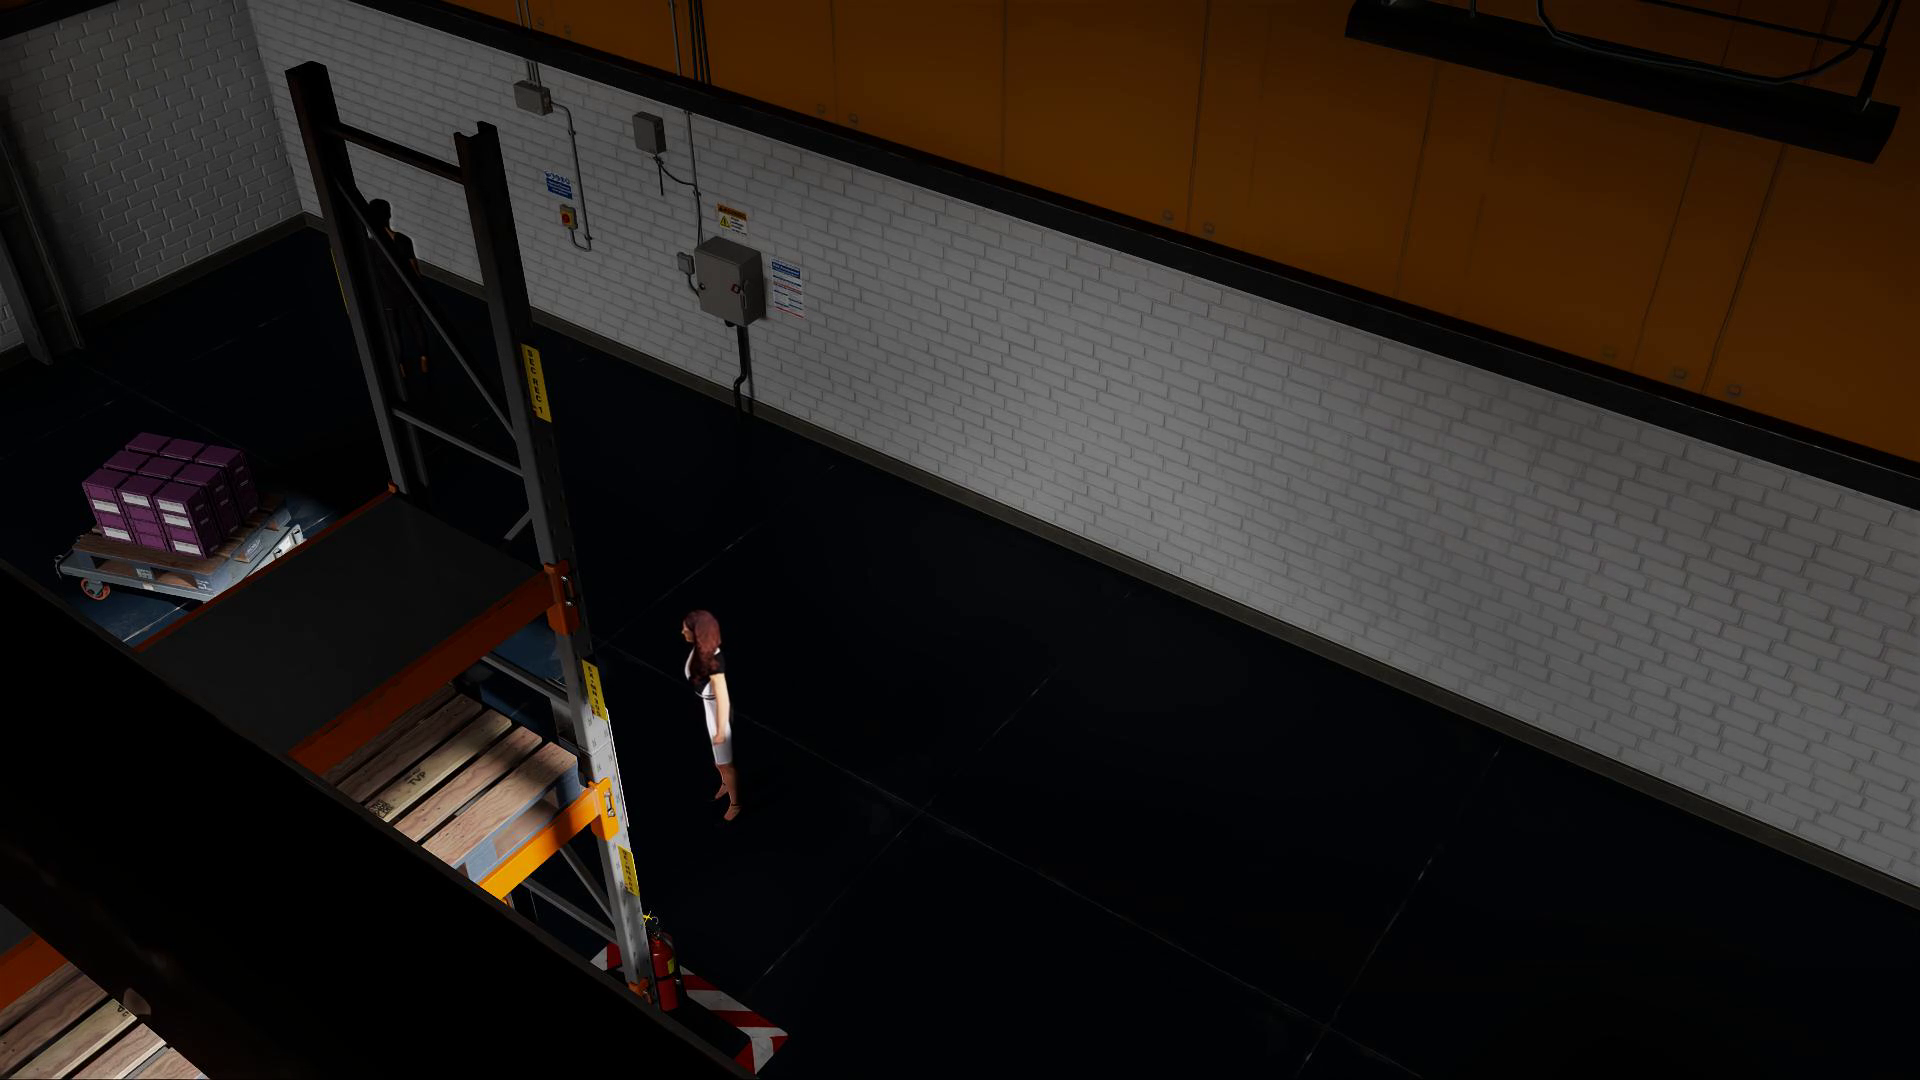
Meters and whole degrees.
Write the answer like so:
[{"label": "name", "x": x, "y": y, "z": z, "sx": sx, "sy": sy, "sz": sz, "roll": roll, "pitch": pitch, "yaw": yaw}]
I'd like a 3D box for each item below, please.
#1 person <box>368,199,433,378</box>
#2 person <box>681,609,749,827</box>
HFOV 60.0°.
[{"label": "person", "x": -5.101, "y": -2.263, "z": 15.015, "sx": 0.650, "sy": 1.713, "sz": 0.757, "roll": -16, "pitch": 41, "yaw": -19}, {"label": "person", "x": -1.577, "y": 1.136, "z": 10.691, "sx": 0.682, "sy": 1.795, "sz": 0.661, "roll": -13, "pitch": 40, "yaw": -15}]
